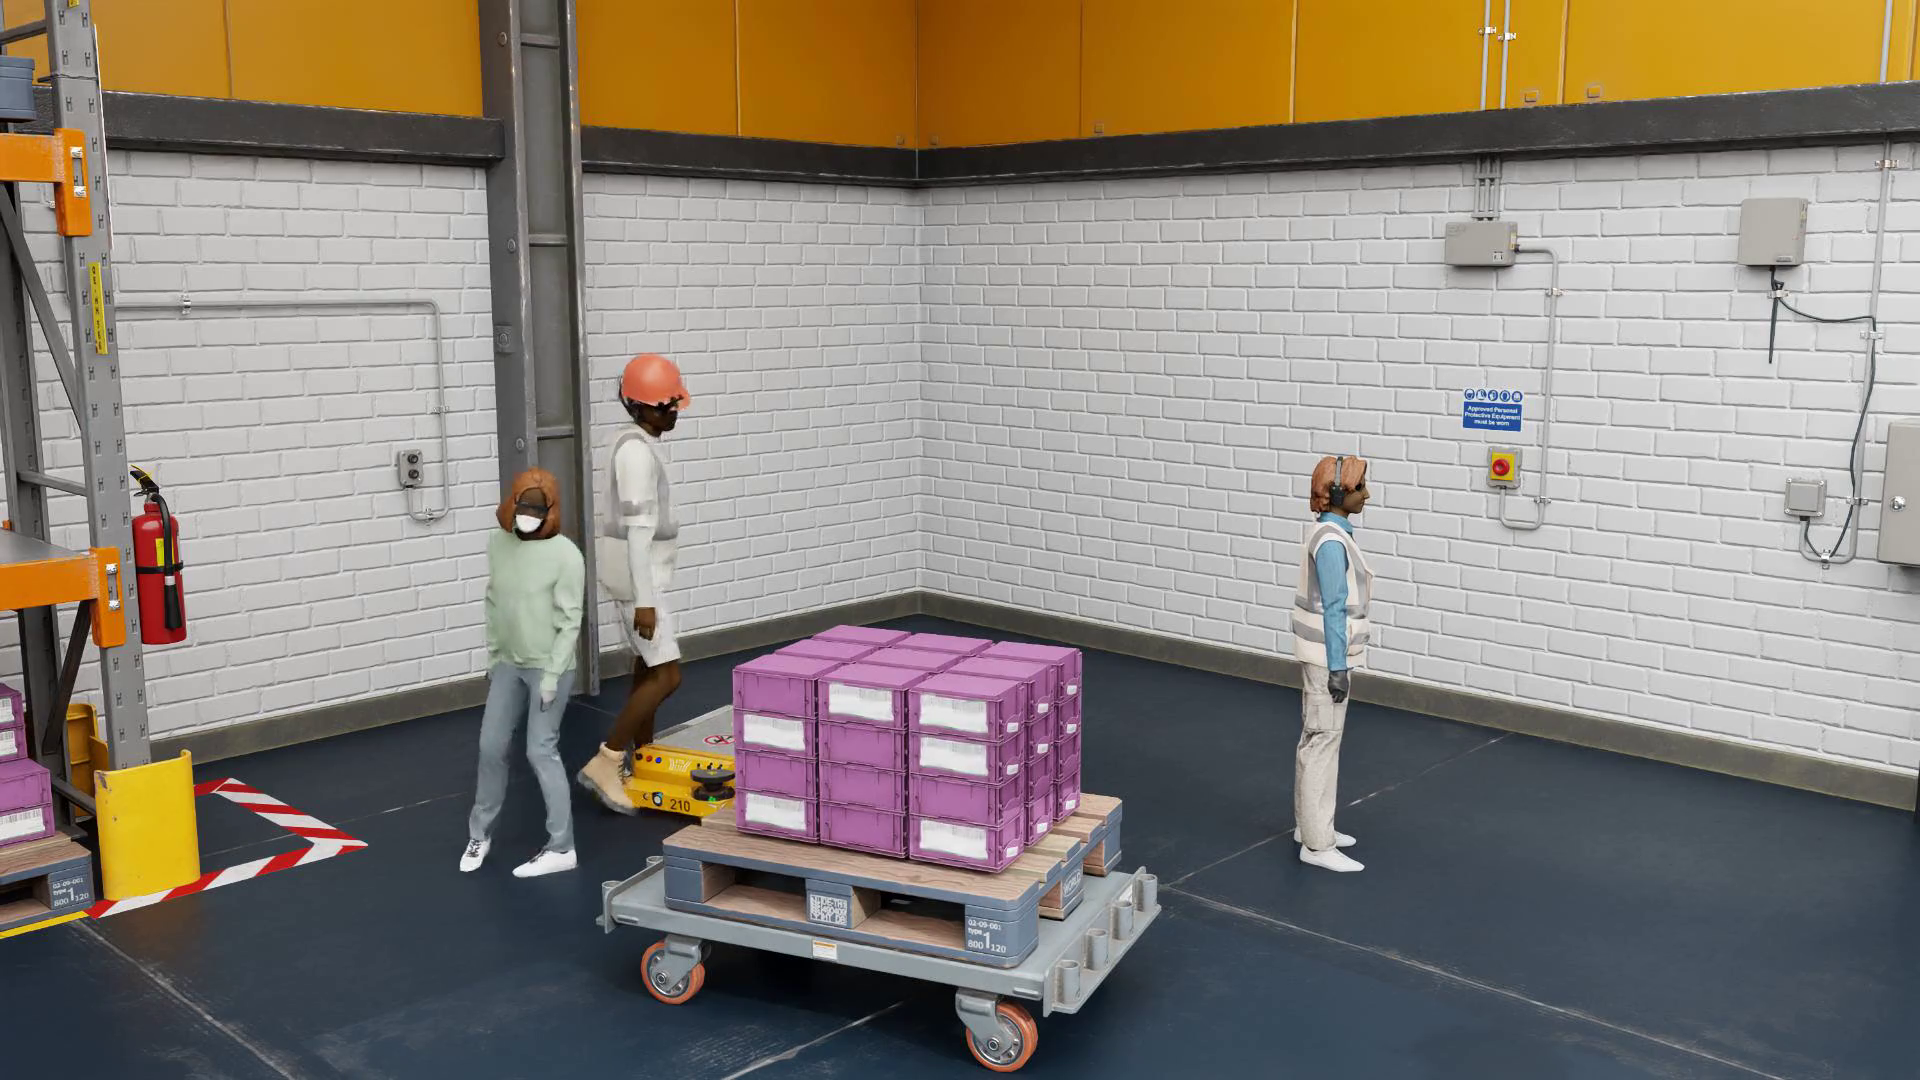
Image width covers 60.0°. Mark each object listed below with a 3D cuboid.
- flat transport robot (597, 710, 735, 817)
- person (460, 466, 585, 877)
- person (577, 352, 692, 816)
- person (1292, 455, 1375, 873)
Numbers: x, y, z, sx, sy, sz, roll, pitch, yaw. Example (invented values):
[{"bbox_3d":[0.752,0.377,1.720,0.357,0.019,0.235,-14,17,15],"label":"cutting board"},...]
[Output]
[{"bbox_3d":[-0.987,0.970,7.776,0.652,0.197,1.431,5,10,26],"label":"flat transport robot"},{"bbox_3d":[-1.692,0.518,6.496,0.559,1.621,0.330,6,11,31],"label":"person"},{"bbox_3d":[-1.397,0.190,7.250,0.500,2.018,0.736,-2,9,-10],"label":"person"},{"bbox_3d":[1.471,0.479,6.602,0.306,1.640,0.523,1,9,9],"label":"person"}]
